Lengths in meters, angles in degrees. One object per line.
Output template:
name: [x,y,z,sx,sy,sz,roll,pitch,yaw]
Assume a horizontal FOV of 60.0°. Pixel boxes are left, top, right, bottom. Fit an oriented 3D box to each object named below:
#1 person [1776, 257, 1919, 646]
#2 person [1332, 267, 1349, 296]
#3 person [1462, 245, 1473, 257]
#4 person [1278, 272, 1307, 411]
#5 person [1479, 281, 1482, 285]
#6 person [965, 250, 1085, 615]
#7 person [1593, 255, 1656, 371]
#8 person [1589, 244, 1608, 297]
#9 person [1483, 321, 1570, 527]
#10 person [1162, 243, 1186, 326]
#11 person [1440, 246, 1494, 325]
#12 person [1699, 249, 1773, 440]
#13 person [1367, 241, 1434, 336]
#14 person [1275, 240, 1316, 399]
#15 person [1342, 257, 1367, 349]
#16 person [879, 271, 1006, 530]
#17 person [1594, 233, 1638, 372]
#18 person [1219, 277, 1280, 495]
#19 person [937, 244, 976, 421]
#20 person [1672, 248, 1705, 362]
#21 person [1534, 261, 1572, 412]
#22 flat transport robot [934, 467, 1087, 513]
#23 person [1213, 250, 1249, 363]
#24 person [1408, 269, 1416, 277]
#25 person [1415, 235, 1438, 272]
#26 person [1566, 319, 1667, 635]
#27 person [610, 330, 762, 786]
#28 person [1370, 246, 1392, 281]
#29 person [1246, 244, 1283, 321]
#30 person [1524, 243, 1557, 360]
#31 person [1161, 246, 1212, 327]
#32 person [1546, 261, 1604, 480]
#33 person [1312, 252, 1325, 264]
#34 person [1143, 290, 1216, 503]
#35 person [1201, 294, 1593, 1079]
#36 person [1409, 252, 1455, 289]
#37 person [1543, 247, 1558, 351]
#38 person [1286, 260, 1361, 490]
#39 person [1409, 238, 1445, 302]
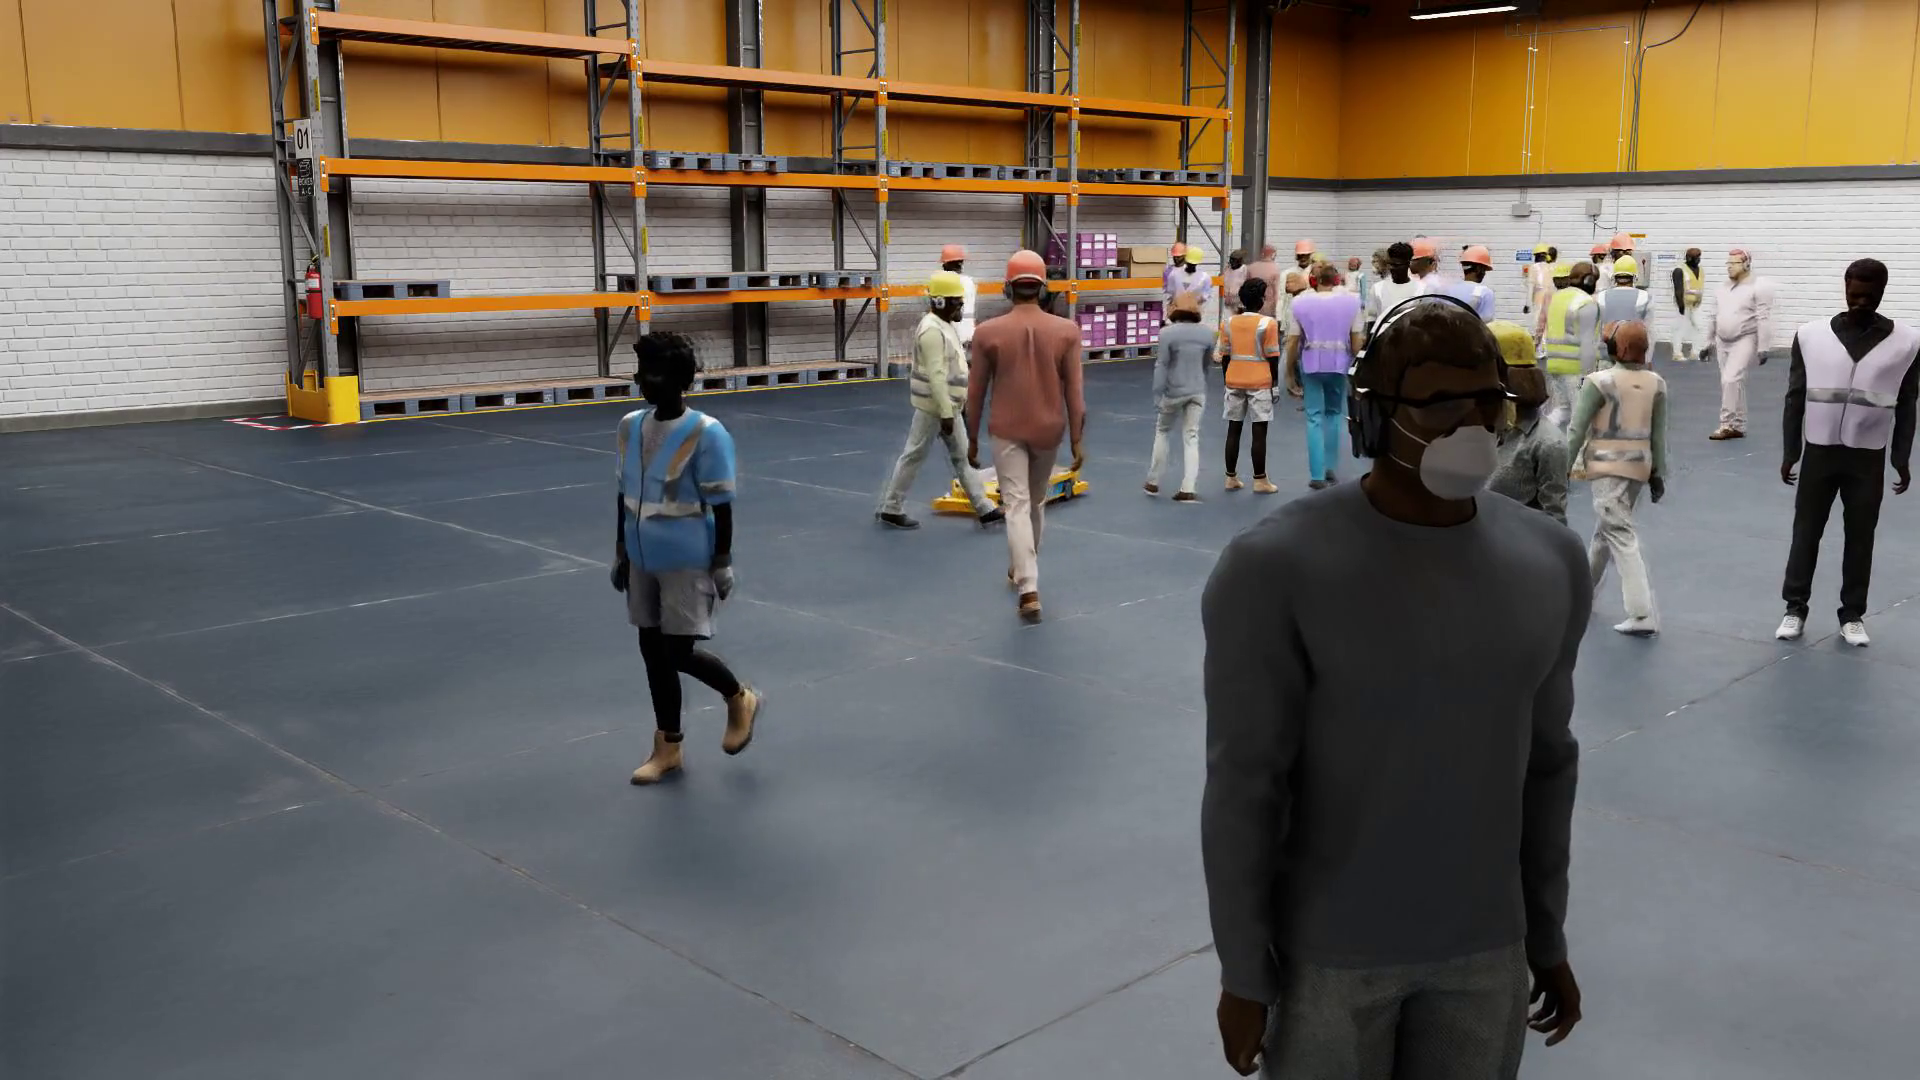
person: [4.403,-0.435,8.266,0.587,1.914,0.394,5,12,26]
person: [5.071,-2.951,22.875,0.528,1.583,0.864,4,11,19]
person: [9.085,-4.310,29.573,0.387,1.850,0.542,4,11,19]
person: [3.774,-2.276,19.176,0.836,1.596,0.507,4,11,20]
person: [8.062,-3.682,26.277,0.946,1.820,0.519,1,10,8]
person: [0.347,-0.593,9.051,0.632,1.944,1.053,-2,11,-9]
person: [6.148,-1.719,15.472,0.588,1.837,0.403,6,12,29]
person: [10.444,-3.866,27.071,0.563,1.883,1.023,-9,14,-40]
person: [1.789,0.140,5.593,0.308,1.743,0.494,-5,12,-27]
person: [3.245,-3.484,24.929,0.540,1.894,0.914,4,11,20]
person: [4.489,-1.615,14.662,0.374,1.927,0.542,-7,13,-35]
person: [7.588,-1.919,16.445,0.755,1.880,0.672,-4,11,-21]
person: [3.972,-1.713,15.090,0.611,1.962,0.364,6,12,32]
person: [4.219,-2.724,20.614,0.641,1.951,0.939,3,11,18]
person: [7.013,-4.201,29.574,0.415,1.621,0.537,-9,14,-40]
person: [-0.113,-0.930,11.332,0.978,1.777,0.606,2,11,11]
person: [7.661,-2.541,19.392,0.615,2.042,0.374,-5,11,-25]
person: [2.278,-1.205,13.054,0.533,1.697,0.319,9,14,41]
person: [-0.055,-2.158,17.615,0.388,1.926,0.579,5,12,27]
person: [11.703,-3.748,26.590,0.623,1.820,0.661,-4,11,-20]
person: [6.400,-2.110,17.884,0.672,1.742,0.529,-5,12,-26]
flat transport robot: [0.407,-0.398,12.545,0.652,0.197,1.431,5,11,25]
person: [4.406,-3.697,26.415,0.923,1.788,0.616,-9,14,-42]
person: [6.059,-3.032,22.445,0.652,1.907,0.605,5,11,24]
person: [8.086,-4.365,29.344,0.536,2.000,0.688,-2,11,-10]
person: [3.382,-0.338,8.615,0.517,1.592,0.877,-4,11,-23]
person: [-1.035,0.063,6.173,0.540,1.682,0.447,8,13,37]
person: [4.319,-1.970,16.636,0.573,1.920,0.631,1,10,6]
person: [4.632,-3.586,25.533,0.667,1.882,0.652,9,14,40]
person: [9.550,-3.885,27.155,0.613,1.894,0.704,-6,12,-28]
person: [2.957,-2.917,21.872,0.676,1.880,0.475,4,11,20]
person: [5.022,-1.405,13.830,0.604,1.814,0.665,-2,11,-12]
person: [6.087,-4.177,29.174,0.680,1.721,0.536,-5,12,-25]
person: [1.669,-1.105,12.747,0.549,1.596,0.678,-3,11,-17]
person: [0.656,0.610,2.497,0.627,1.940,0.372,-3,11,-18]
person: [4.844,-2.079,17.346,0.663,1.871,0.873,1,10,4]
person: [10.208,-4.128,28.641,0.543,1.825,0.781,1,10,8]
person: [2.919,-1.339,13.447,0.598,1.811,0.753,0,10,1]
person: [4.320,-1.847,15.735,1.008,1.991,0.621,3,11,17]
